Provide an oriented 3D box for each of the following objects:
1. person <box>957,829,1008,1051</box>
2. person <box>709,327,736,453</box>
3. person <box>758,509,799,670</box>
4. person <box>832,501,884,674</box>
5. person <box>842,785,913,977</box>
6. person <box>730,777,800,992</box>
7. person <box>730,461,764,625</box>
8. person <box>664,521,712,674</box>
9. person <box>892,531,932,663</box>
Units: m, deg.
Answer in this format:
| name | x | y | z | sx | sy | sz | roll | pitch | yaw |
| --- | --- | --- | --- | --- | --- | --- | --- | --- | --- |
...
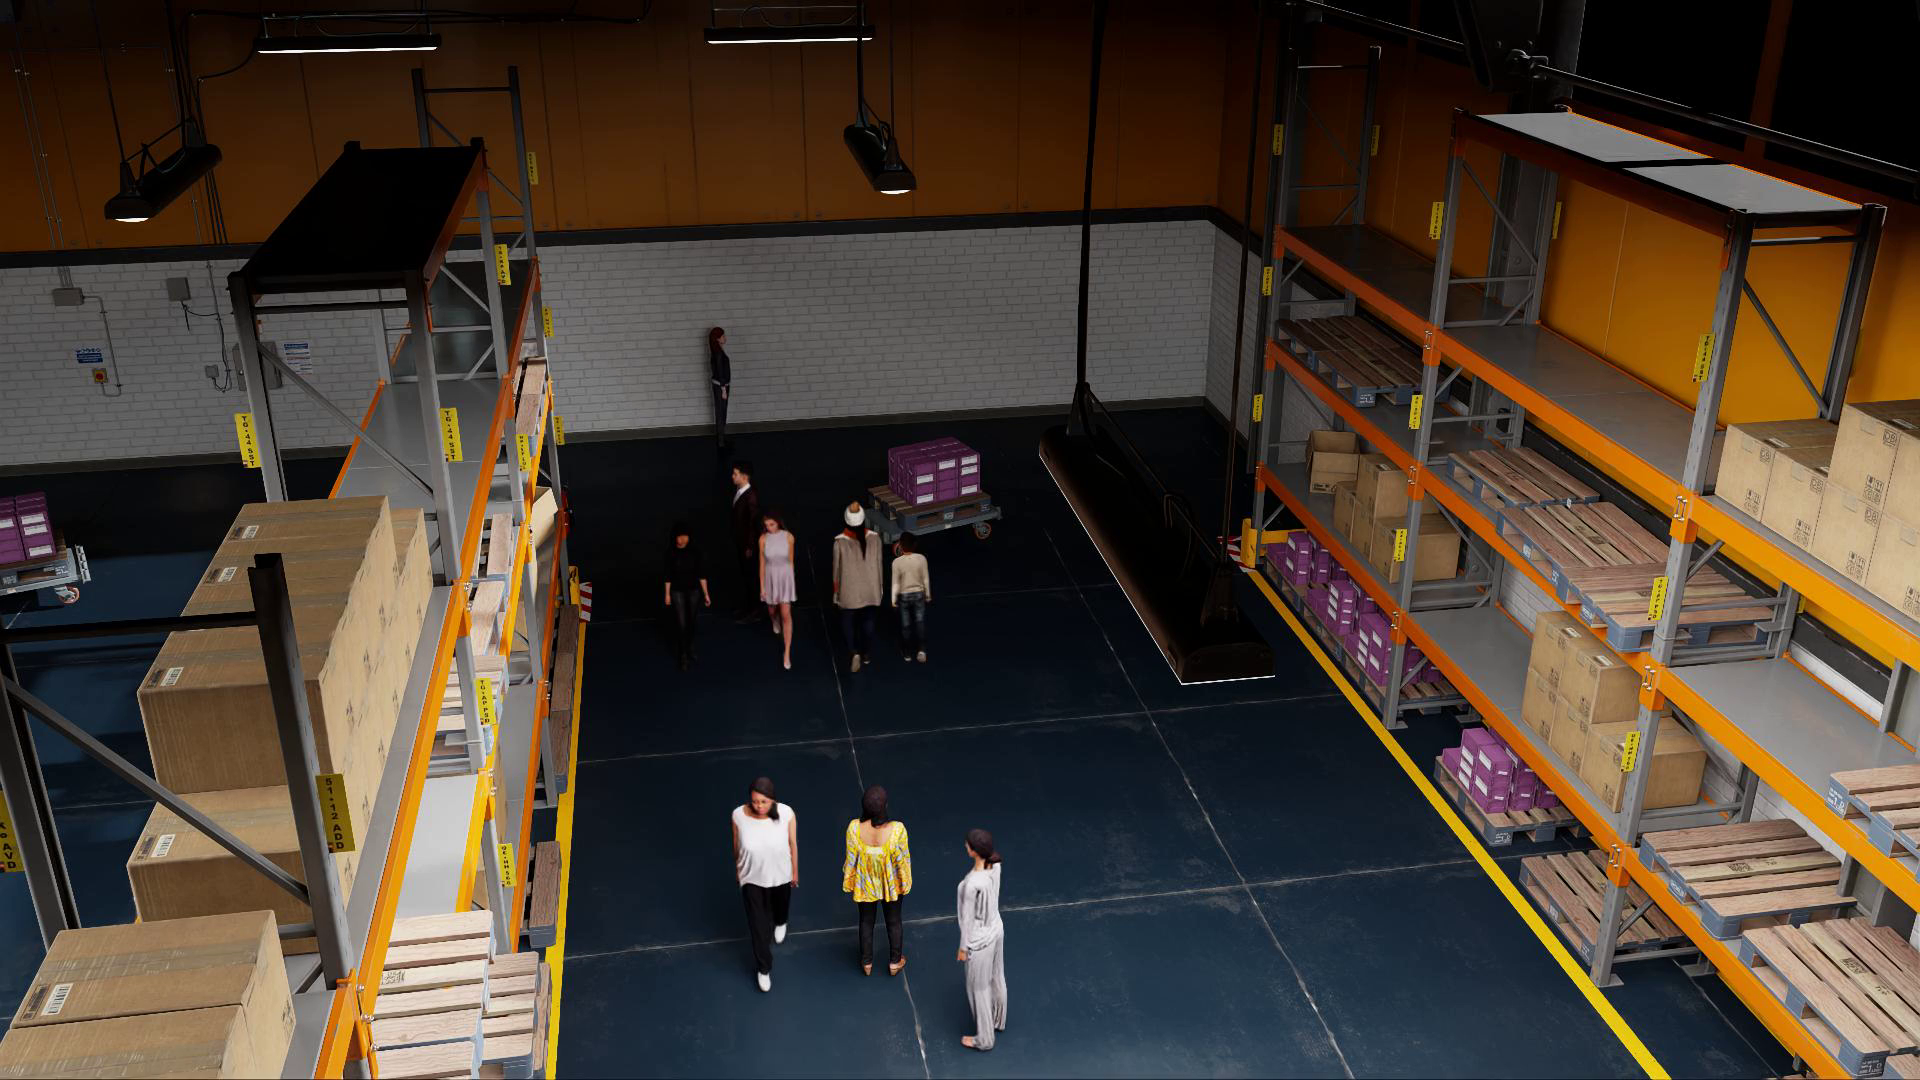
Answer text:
| name | x | y | z | sx | sy | sz | roll | pitch | yaw |
| --- | --- | --- | --- | --- | --- | --- | --- | --- | --- |
| person | 0.176 | 2.854 | 11.955 | 0.735 | 1.767 | 0.655 | 12 | 26 | 25 |
| person | -3.347 | -2.127 | 23.334 | 0.646 | 1.779 | 0.408 | -4 | 24 | -9 |
| person | -1.933 | 0.447 | 17.503 | 0.636 | 1.733 | 1.074 | -2 | 24 | -5 |
| person | -1.044 | 0.506 | 17.191 | 0.671 | 1.876 | 0.923 | -4 | 24 | -9 |
| person | -0.620 | 2.603 | 12.669 | 0.788 | 1.655 | 0.825 | 1 | 24 | 3 |
| person | -1.473 | 2.541 | 12.810 | 0.692 | 1.655 | 1.071 | -3 | 24 | -6 |
| person | -2.341 | -0.005 | 18.372 | 0.765 | 1.866 | 0.578 | -7 | 25 | -16 |
| person | -2.905 | 0.517 | 17.481 | 0.697 | 1.624 | 0.825 | -11 | 26 | -23 |
| person | -0.492 | 0.632 | 17.426 | 0.584 | 1.457 | 0.717 | -7 | 25 | -15 |
